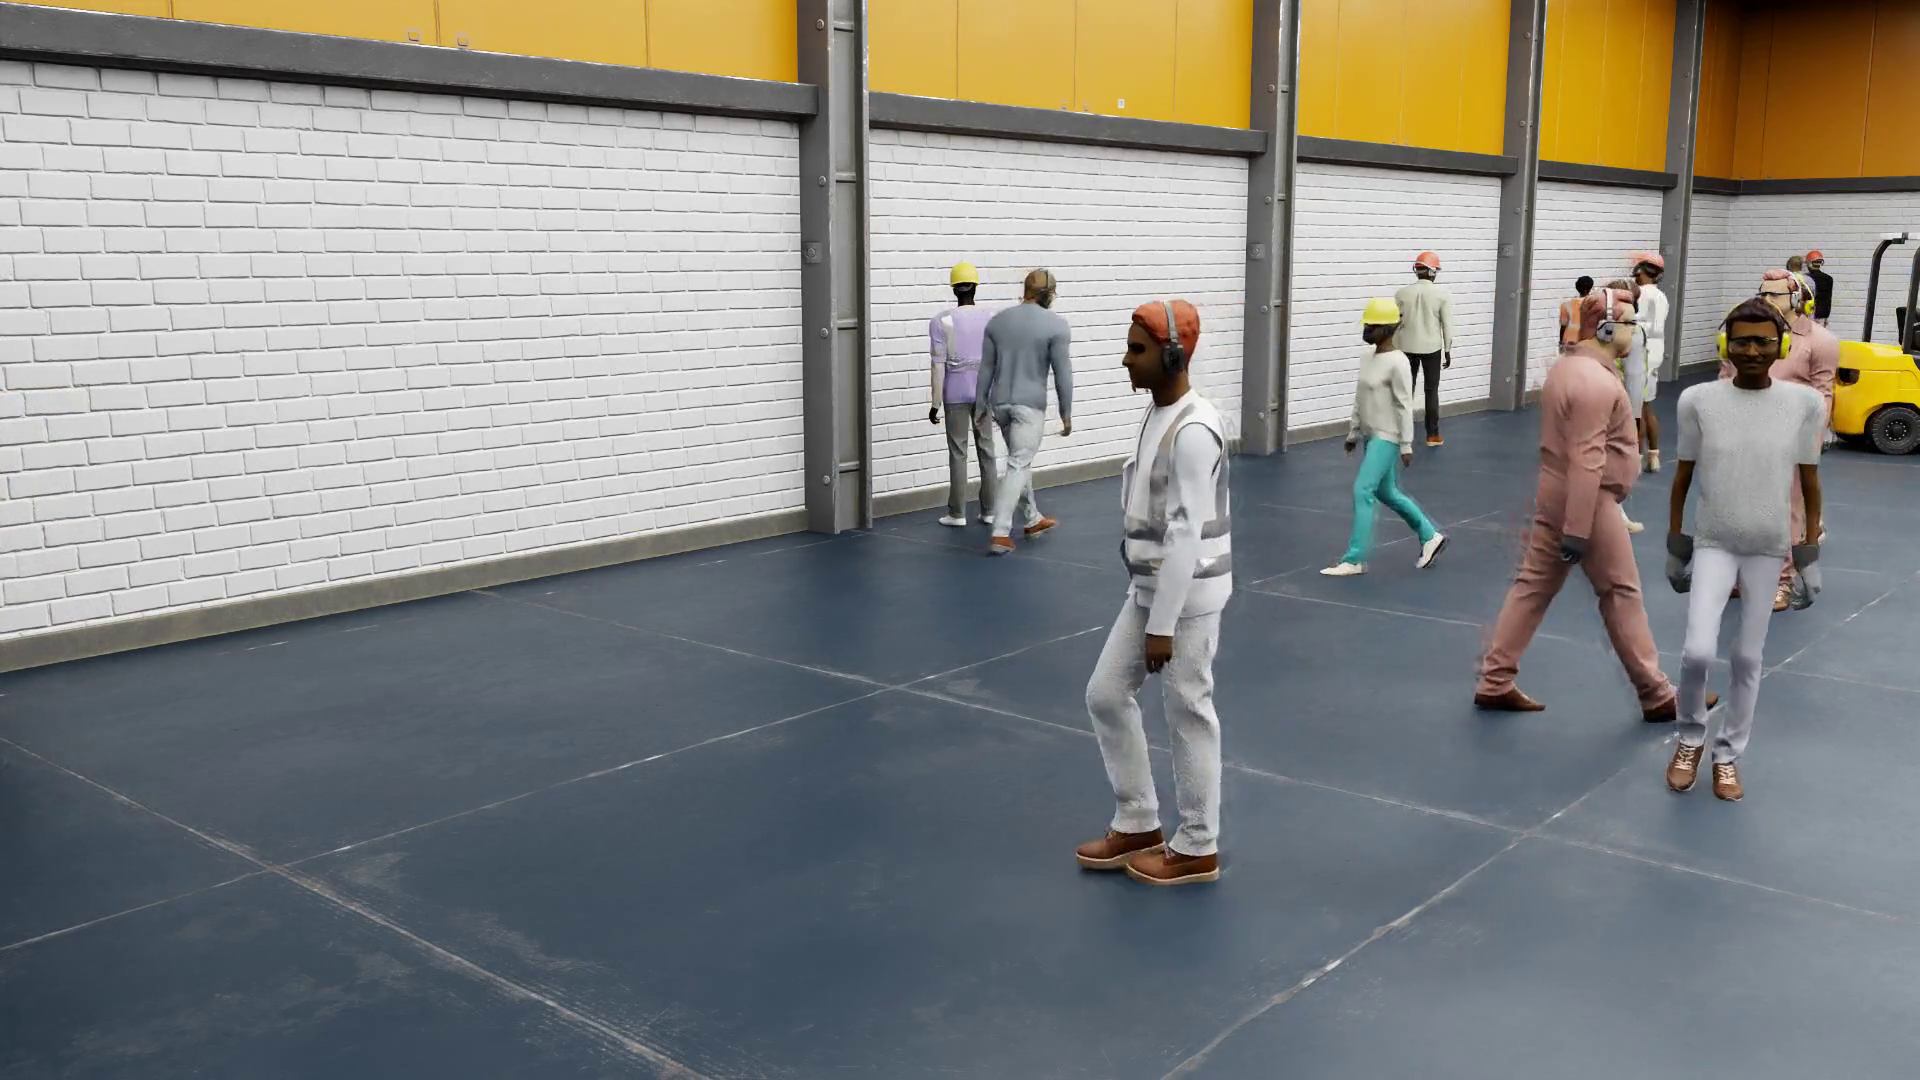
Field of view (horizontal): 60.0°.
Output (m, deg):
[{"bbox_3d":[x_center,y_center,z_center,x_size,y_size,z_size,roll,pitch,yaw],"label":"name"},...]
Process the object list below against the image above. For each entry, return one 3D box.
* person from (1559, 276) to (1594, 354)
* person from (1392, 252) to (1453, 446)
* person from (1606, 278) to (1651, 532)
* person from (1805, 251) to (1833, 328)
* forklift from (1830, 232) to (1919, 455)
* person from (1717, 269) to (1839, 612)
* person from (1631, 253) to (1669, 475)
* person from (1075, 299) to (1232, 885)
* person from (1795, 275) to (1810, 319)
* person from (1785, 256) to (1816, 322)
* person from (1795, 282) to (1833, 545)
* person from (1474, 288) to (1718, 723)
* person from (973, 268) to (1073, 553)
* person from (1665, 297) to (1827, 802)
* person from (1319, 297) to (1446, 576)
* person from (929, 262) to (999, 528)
[{"bbox_3d":[7.639,-2.401,20.480,0.530,1.689,0.321,4,11,21],"label":"person"},{"bbox_3d":[4.765,-1.966,17.145,0.622,1.985,0.398,5,11,28],"label":"person"},{"bbox_3d":[4.501,-0.919,11.673,0.781,1.823,0.635,-2,10,-9],"label":"person"},{"bbox_3d":[13.126,-3.459,25.662,0.616,1.988,0.403,-2,10,-11],"label":"person"},{"bbox_3d":[9.955,-1.972,16.595,2.313,2.155,1.214,1,10,8],"label":"forklift"},{"bbox_3d":[4.537,-0.560,9.374,0.410,1.909,0.642,-9,13,-42],"label":"person"},{"bbox_3d":[6.087,-1.564,14.901,0.384,1.990,0.707,9,13,40],"label":"person"},{"bbox_3d":[0.573,0.191,5.211,0.602,1.863,0.616,-1,10,-7],"label":"person"},{"bbox_3d":[10.467,-2.461,20.791,0.890,1.699,0.563,-1,10,-5],"label":"person"},{"bbox_3d":[12.421,-3.297,24.950,0.620,1.906,0.685,-3,10,-15],"label":"person"},{"bbox_3d":[5.471,-0.797,10.983,0.989,1.833,0.534,-5,11,-25],"label":"person"},{"bbox_3d":[2.720,-0.138,7.113,0.988,1.853,0.655,1,10,4],"label":"person"},{"bbox_3d":[0.446,-0.876,11.220,0.653,1.879,0.996,7,12,36],"label":"person"},{"bbox_3d":[2.859,0.050,6.065,0.512,1.855,0.433,3,11,19],"label":"person"},{"bbox_3d":[2.677,-0.642,10.342,0.827,1.734,0.522,-2,10,-9],"label":"person"},{"bbox_3d":[0.043,-1.047,12.103,0.588,1.923,0.383,-4,11,-22],"label":"person"}]
